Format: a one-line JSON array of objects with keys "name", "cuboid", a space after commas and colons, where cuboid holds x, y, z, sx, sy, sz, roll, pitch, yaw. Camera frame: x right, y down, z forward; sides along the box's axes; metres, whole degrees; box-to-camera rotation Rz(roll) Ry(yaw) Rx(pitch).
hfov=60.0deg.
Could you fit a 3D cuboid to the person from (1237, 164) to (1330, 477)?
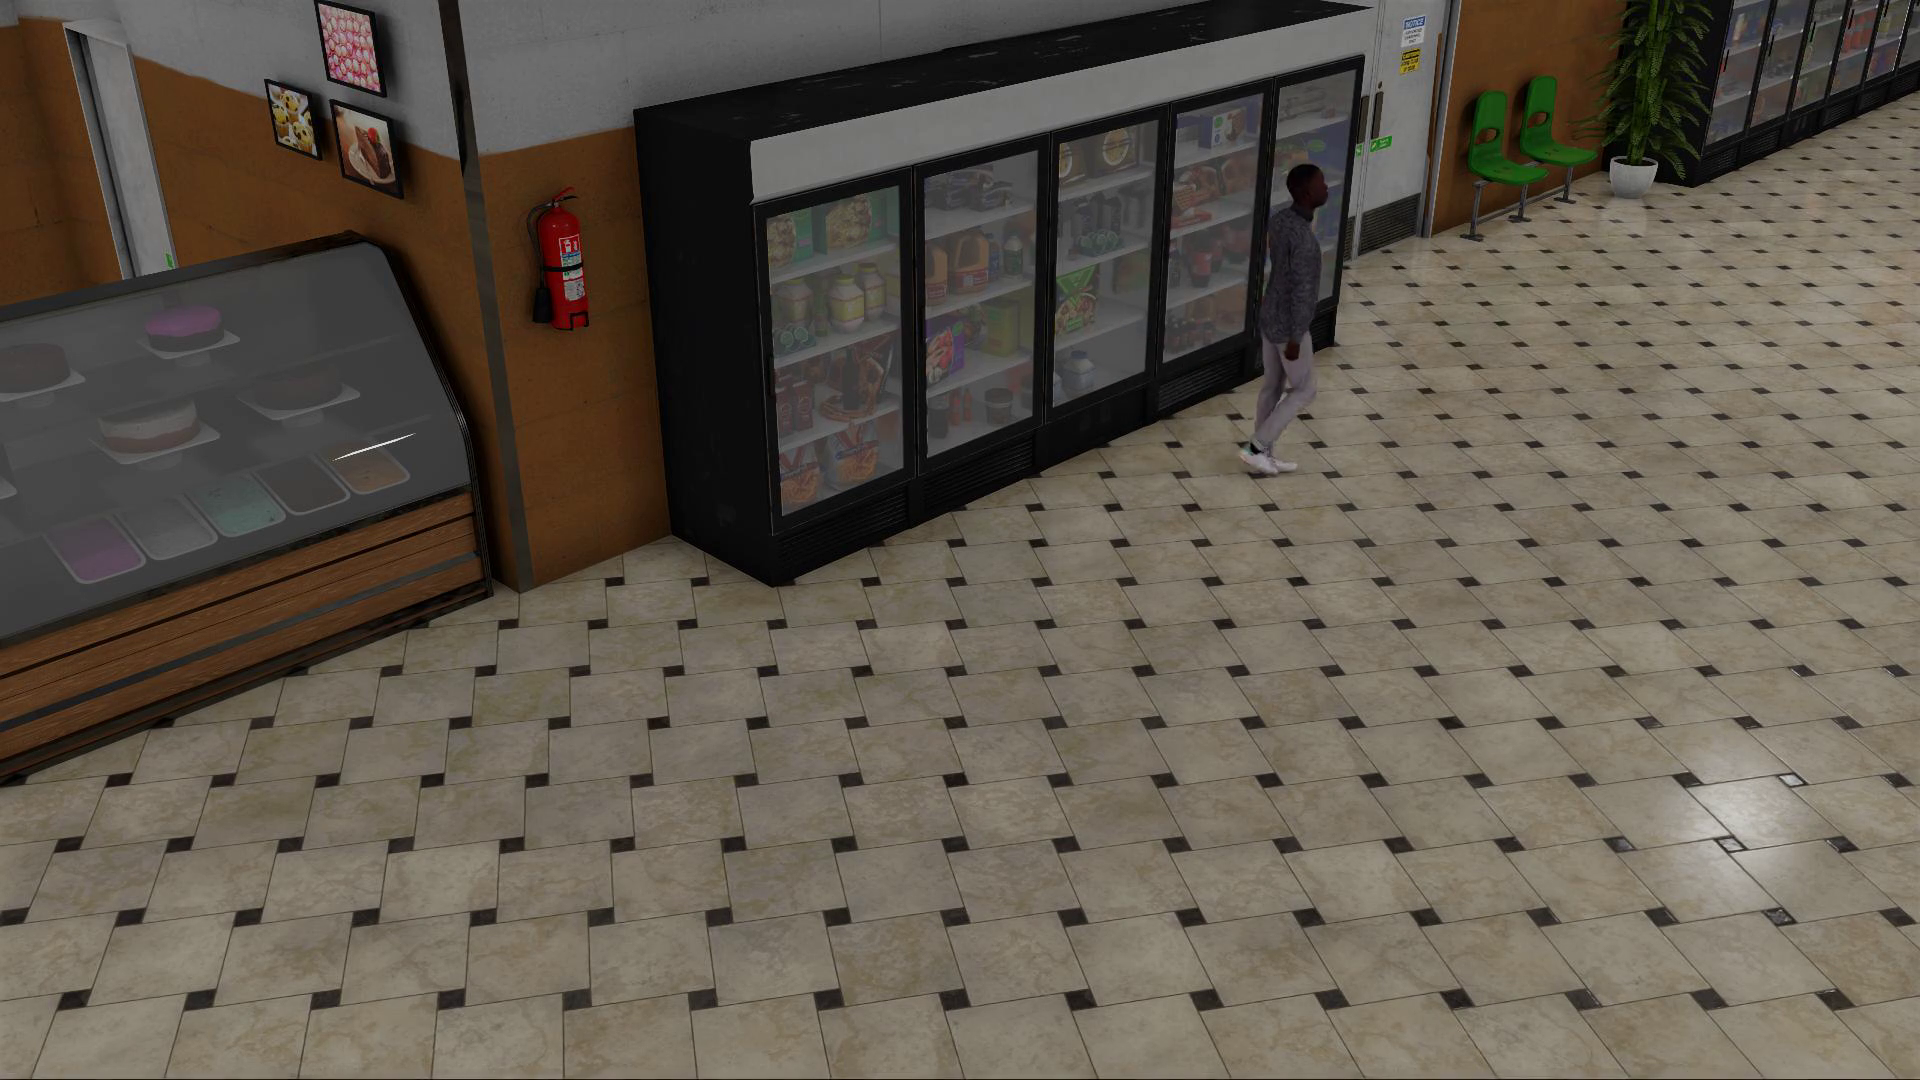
[{"name": "person", "cuboid": [1.739, -1.199, 9.375, 0.883, 1.825, 0.793, -6, 27, -11]}]
